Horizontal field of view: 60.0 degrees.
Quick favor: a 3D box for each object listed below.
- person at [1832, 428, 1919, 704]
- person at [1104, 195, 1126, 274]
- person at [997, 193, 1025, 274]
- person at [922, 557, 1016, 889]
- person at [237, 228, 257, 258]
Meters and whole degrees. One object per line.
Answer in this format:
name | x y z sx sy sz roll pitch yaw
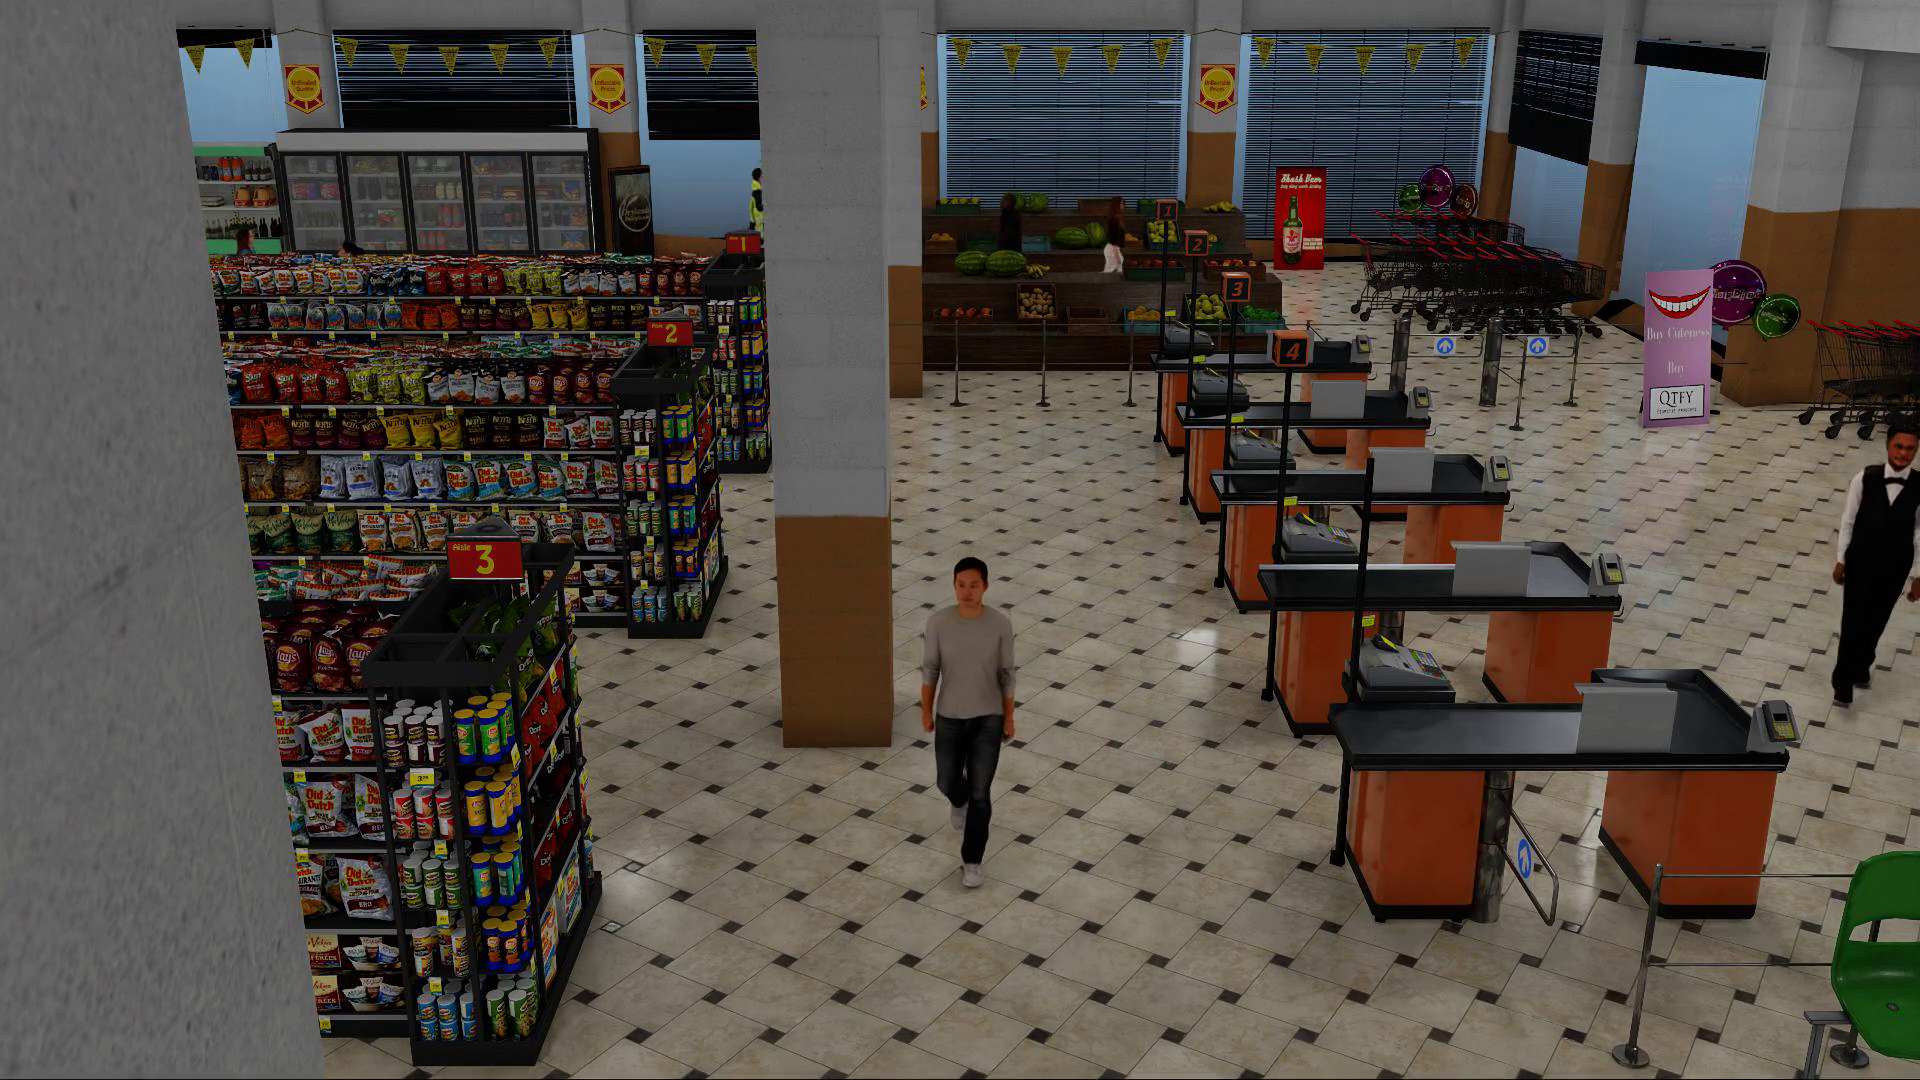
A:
person | 6.233 0.150 11.279 1.282 1.866 1.137 9 21 25
person | 2.181 -4.232 24.573 1.030 1.676 0.721 2 19 7
person | 0.826 -4.011 23.717 1.217 1.804 0.746 -1 19 -3
person | 0.050 0.931 9.075 0.908 1.795 0.767 1 19 4
person | -9.786 -3.542 22.854 0.695 1.467 0.631 -3 19 -9
